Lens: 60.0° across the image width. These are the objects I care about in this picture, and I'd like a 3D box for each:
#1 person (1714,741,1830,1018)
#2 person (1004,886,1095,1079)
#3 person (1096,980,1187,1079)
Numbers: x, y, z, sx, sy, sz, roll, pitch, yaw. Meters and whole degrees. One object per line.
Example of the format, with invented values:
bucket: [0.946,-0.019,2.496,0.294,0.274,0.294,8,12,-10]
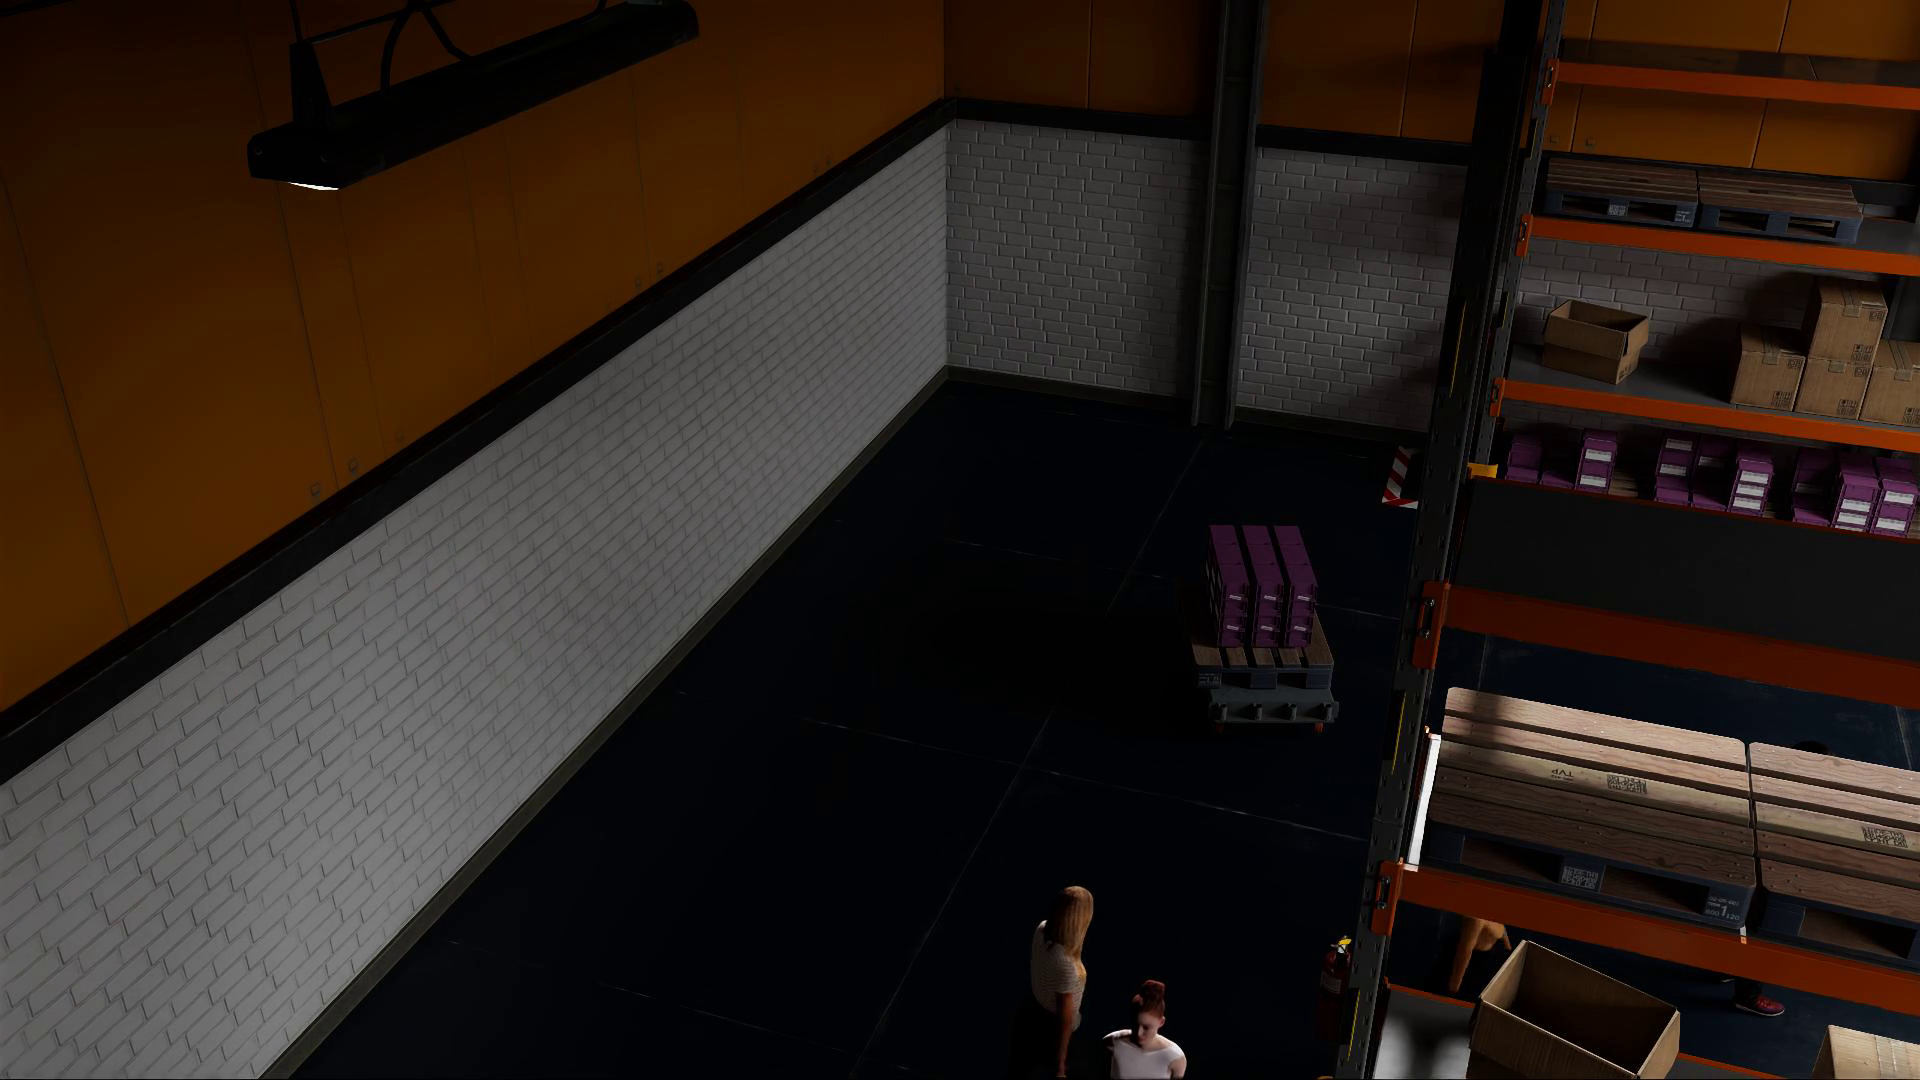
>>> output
person: [4.678,1.909,9.531,0.662,1.810,0.710,0,29,1]
person: [0.361,2.536,8.415,1.129,1.779,1.097,-16,32,-26]
person: [0.839,2.804,7.911,0.413,1.791,0.634,9,30,17]
